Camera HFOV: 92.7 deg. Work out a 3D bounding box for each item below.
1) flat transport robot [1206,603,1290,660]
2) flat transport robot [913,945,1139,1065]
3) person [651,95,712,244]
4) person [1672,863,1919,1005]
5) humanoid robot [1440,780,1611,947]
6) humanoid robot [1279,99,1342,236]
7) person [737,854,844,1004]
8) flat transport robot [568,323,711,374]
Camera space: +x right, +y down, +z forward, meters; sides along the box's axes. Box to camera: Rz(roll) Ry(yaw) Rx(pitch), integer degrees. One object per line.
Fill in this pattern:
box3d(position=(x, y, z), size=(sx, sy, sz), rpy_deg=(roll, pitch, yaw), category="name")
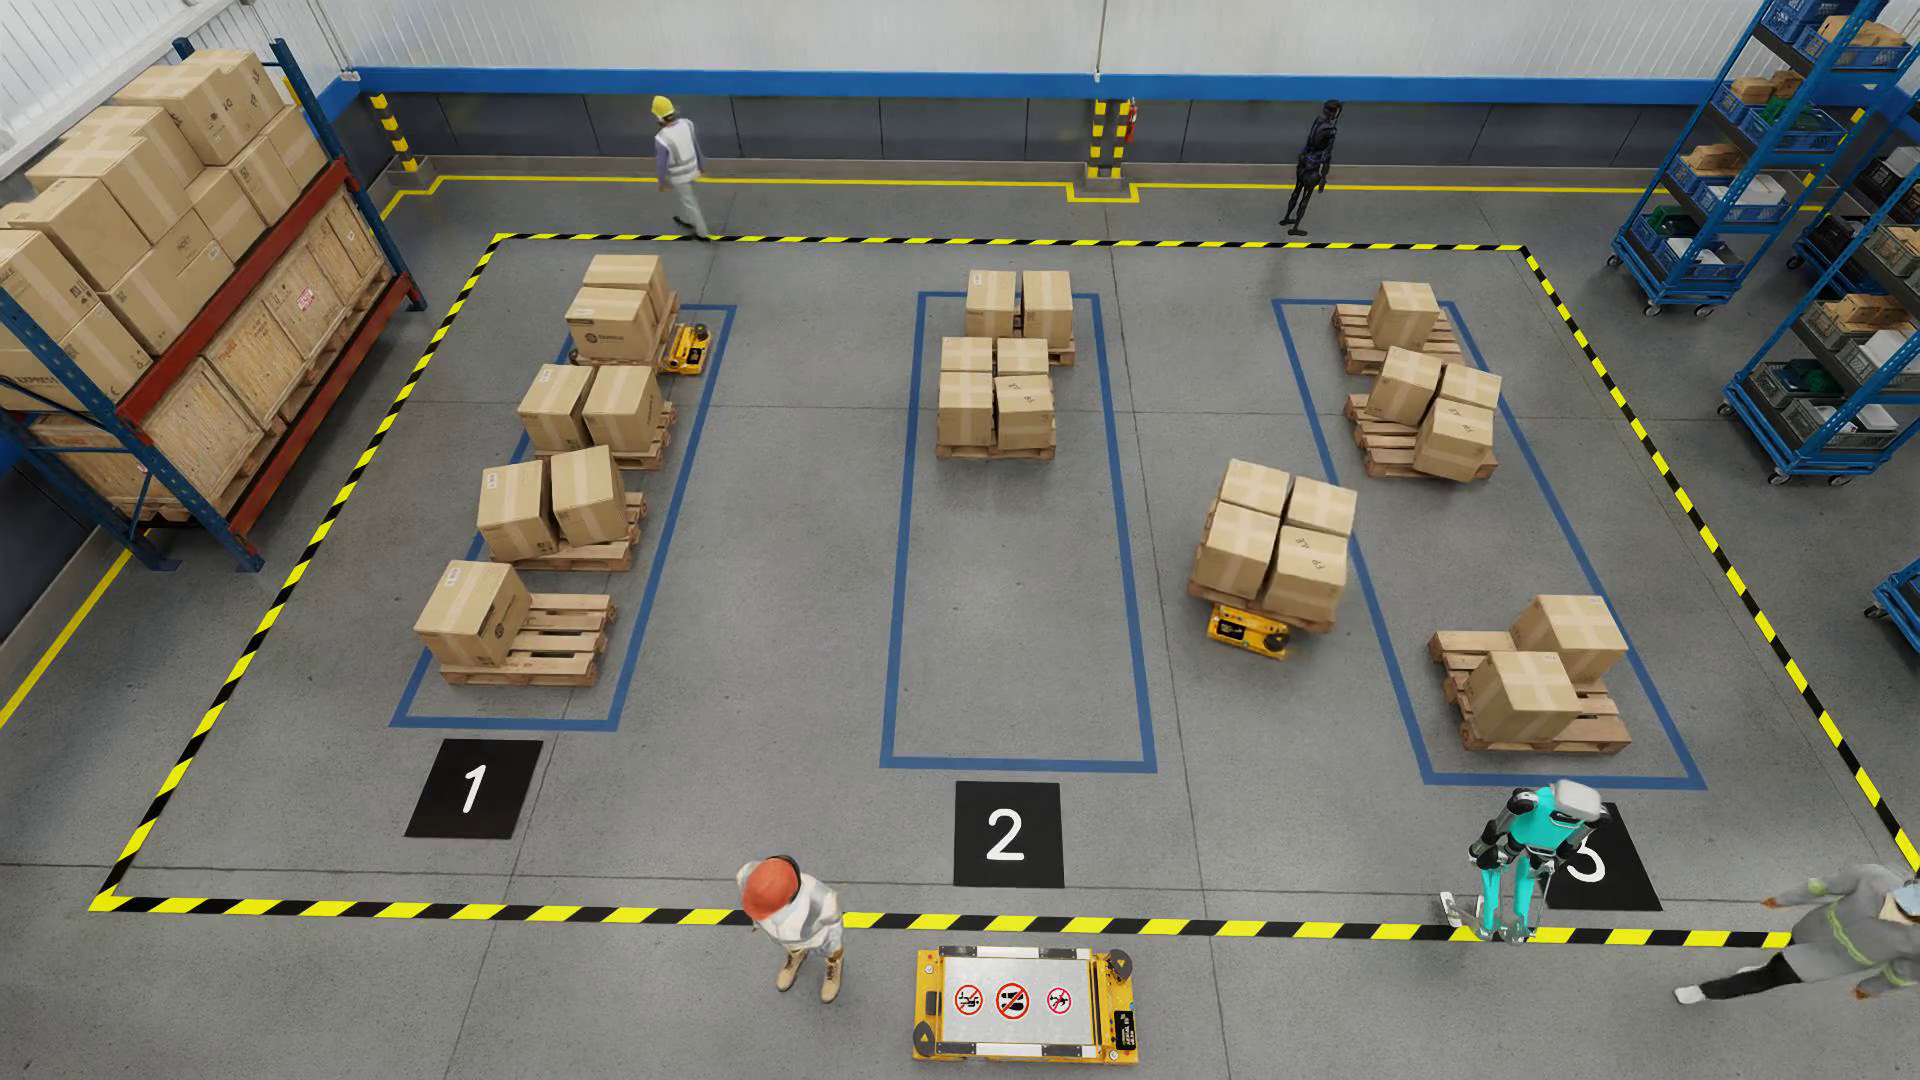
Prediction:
box3d(position=(2.689, 0.353, 8.180), size=(0.652, 0.197, 1.431), rpy_deg=(17, 53, 14), category="flat transport robot")
box3d(position=(0.422, 3.041, 6.007), size=(1.431, 0.231, 0.659), rpy_deg=(1, 51, 1), category="flat transport robot")
box3d(position=(-3.493, -4.505, 11.164), size=(0.806, 1.800, 0.624), rpy_deg=(23, 54, 18), category="person")
box3d(position=(5.137, 2.414, 5.518), size=(0.940, 1.809, 0.617), rpy_deg=(-2, 51, -2), category="person")
box3d(position=(3.496, 2.139, 5.711), size=(0.533, 1.672, 0.735), rpy_deg=(9, 51, 7), category="humanoid robot")
box3d(position=(4.353, -4.613, 11.330), size=(0.315, 1.653, 0.599), rpy_deg=(-7, 51, -6), category="humanoid robot")
box3d(position=(-0.978, 2.324, 5.454), size=(0.604, 2.035, 0.389), rpy_deg=(13, 52, 10), category="person")
box3d(position=(-3.569, -2.149, 10.220), size=(1.431, 0.197, 0.652), rpy_deg=(1, 51, 1), category="flat transport robot")
